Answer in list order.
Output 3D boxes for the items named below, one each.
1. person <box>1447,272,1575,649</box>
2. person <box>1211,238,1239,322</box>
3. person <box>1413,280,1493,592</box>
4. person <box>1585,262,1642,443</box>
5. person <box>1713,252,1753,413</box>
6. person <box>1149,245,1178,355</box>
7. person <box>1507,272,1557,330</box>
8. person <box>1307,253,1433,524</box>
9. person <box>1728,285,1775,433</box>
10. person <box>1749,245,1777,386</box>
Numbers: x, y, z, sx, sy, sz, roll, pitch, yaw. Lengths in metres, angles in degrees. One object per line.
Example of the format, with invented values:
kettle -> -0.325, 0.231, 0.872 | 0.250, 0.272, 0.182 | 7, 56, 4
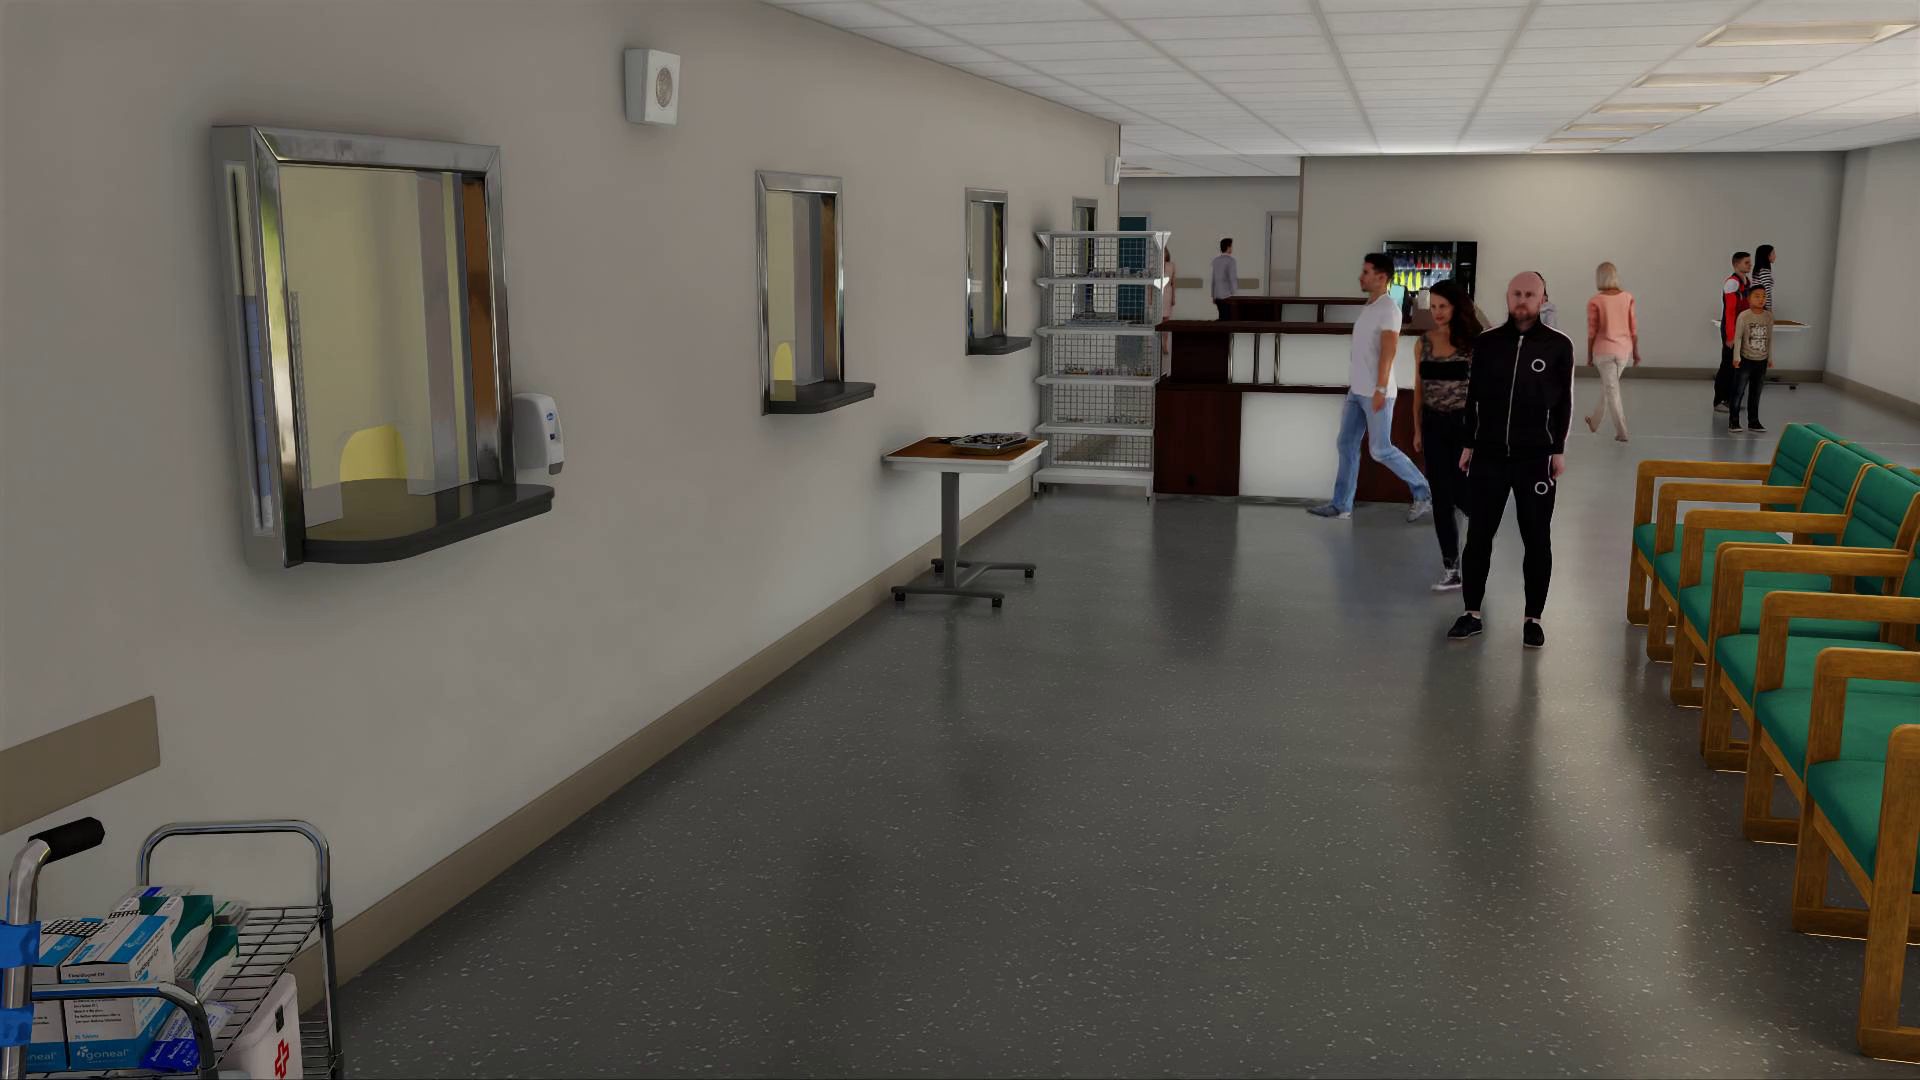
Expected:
person -> 2.731, -0.402, 8.200 | 0.592, 1.837, 0.776 | 6, 12, 27
person -> 4.141, -3.875, 26.507 | 0.962, 1.836, 0.899 | -5, 12, -25
person -> 2.829, -0.588, 9.432 | 0.907, 1.744, 0.924 | 8, 14, 37
person -> 6.167, -1.726, 15.664 | 1.169, 1.657, 0.989 | 0, 11, -2
person -> 8.614, -2.312, 18.480 | 0.719, 1.757, 0.719 | -10, 15, -43
person -> 3.226, -3.843, 26.610 | 0.558, 1.734, 0.704 | 0, 11, 2
person -> 5.360, -1.698, 15.663 | 0.889, 1.602, 0.807 | 6, 12, 29
person -> 2.917, -1.024, 11.463 | 1.209, 1.843, 0.963 | -2, 11, -8
person -> 7.938, -1.818, 16.667 | 0.549, 1.464, 0.685 | -1, 11, -6
person -> 10.302, -2.903, 21.447 | 0.549, 1.796, 0.623 | 1, 11, 5
